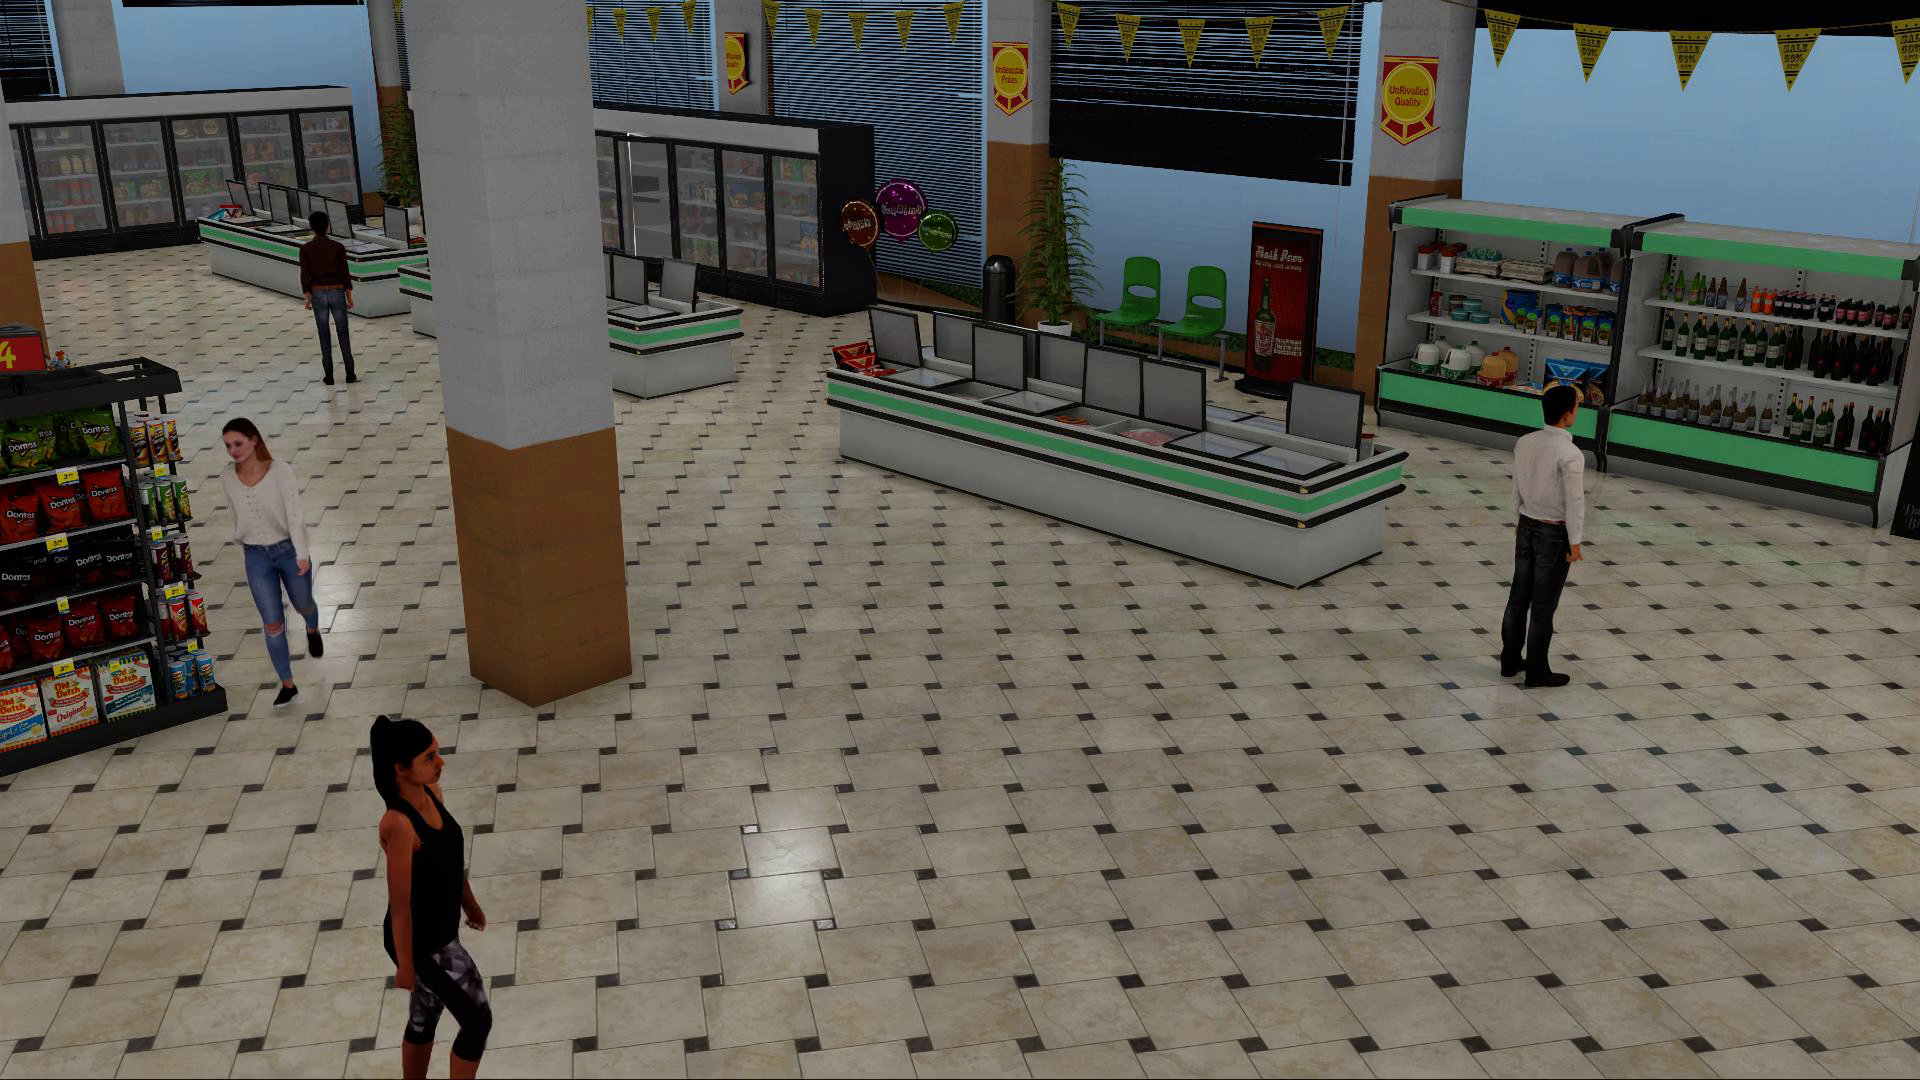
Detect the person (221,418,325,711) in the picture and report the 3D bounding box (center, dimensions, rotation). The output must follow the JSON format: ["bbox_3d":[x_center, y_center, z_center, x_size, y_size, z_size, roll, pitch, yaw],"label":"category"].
[{"bbox_3d":[-3.956,0.092,9.686,1.044,1.651,1.204,-4,19,-13],"label":"person"}]

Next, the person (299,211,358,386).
[{"bbox_3d":[-6.513,-2.497,17.161,0.711,1.780,0.667,-8,20,-21],"label":"person"}]

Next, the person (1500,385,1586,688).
[{"bbox_3d":[3.429,-0.026,9.783,0.785,1.811,0.621,-9,21,-24],"label":"person"}]

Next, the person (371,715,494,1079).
[{"bbox_3d":[-1.958,1.385,5.854,0.796,1.648,0.734,-3,19,-9],"label":"person"}]
